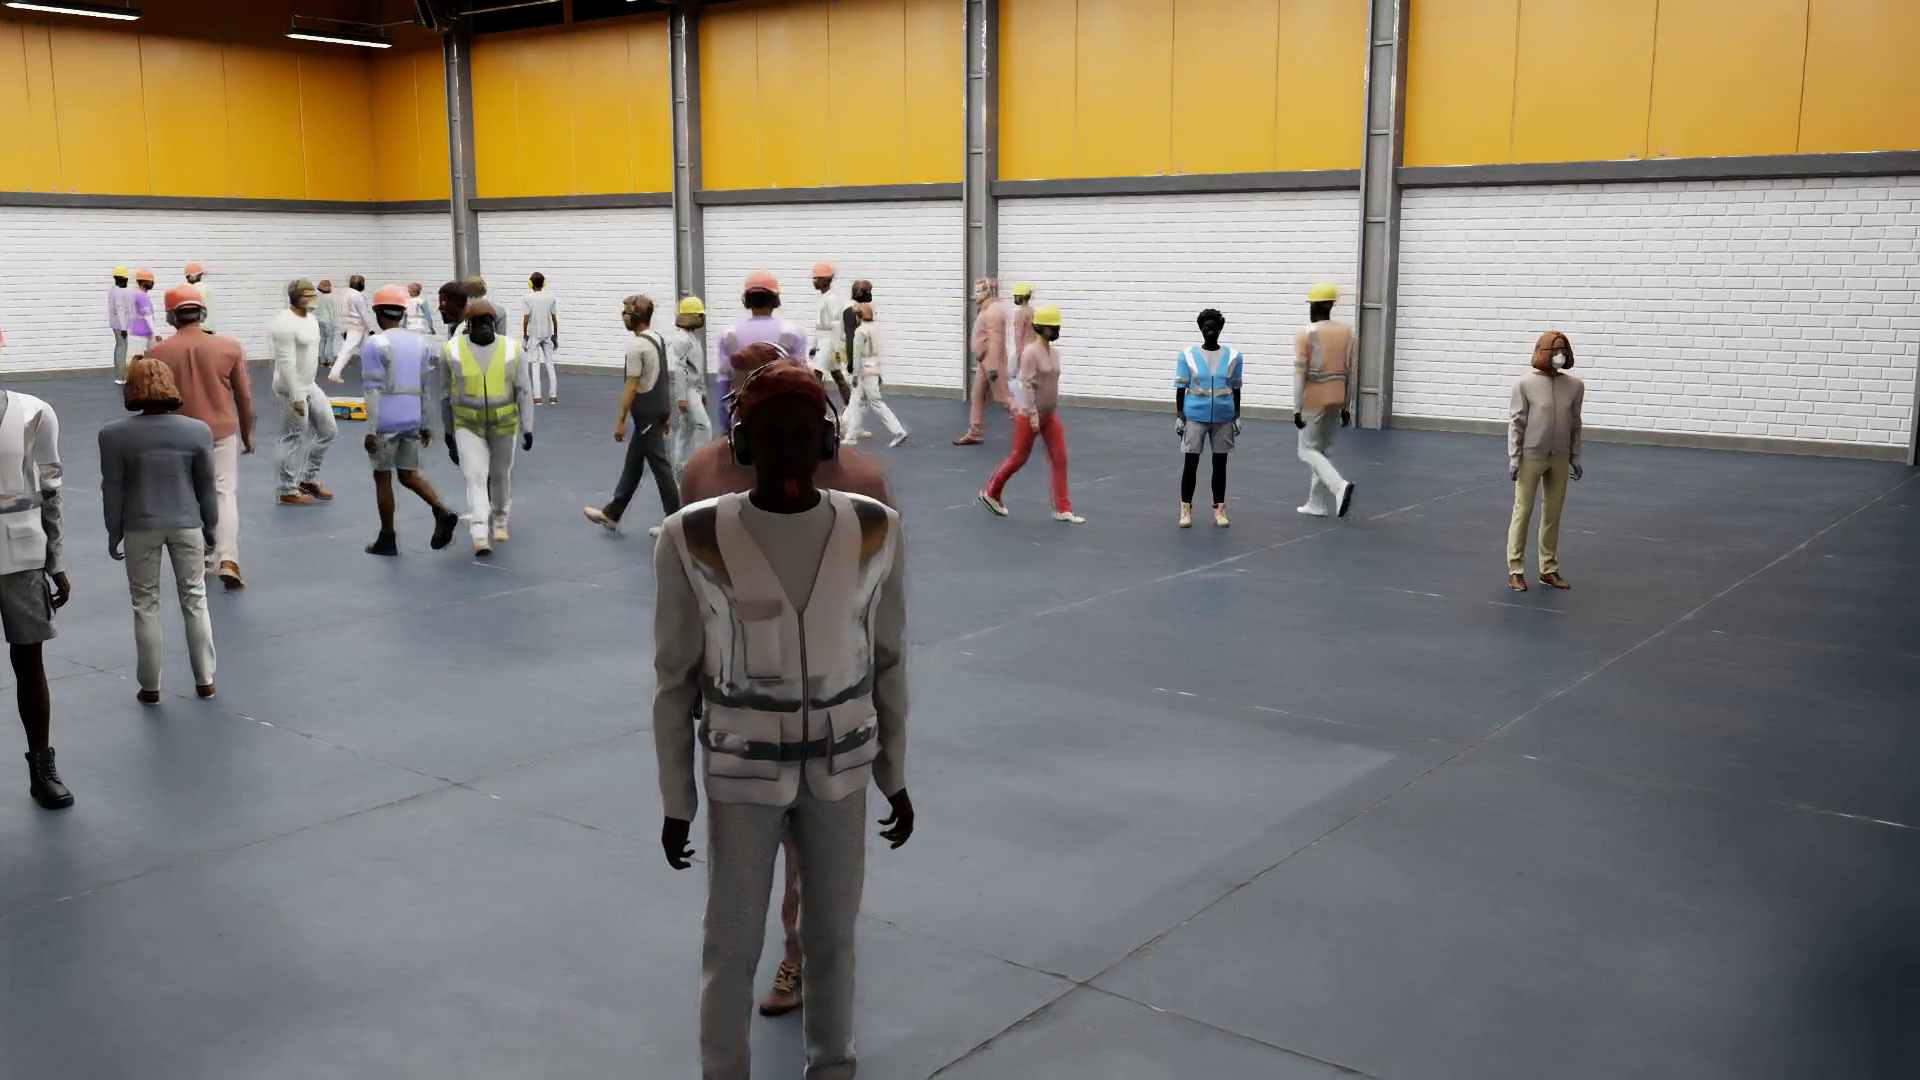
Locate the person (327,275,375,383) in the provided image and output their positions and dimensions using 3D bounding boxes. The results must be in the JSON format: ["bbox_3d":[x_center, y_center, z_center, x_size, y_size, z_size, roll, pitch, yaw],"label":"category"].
[{"bbox_3d":[-9.992,-3.469,27.383,1.012,1.792,0.618,-7,12,-37],"label":"person"}]

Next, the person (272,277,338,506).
[{"bbox_3d":[-5.506,-1.229,13.930,0.545,1.914,0.705,0,10,2],"label":"person"}]

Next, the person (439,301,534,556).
[{"bbox_3d":[-3.380,-0.815,11.920,0.631,1.787,0.998,-4,10,-20],"label":"person"}]

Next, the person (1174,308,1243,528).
[{"bbox_3d":[1.918,-0.934,12.840,0.540,1.695,0.317,0,10,-1],"label":"person"}]

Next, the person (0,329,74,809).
[{"bbox_3d":[-3.628,0.082,6.227,0.545,1.939,0.354,-8,13,-39],"label":"person"}]

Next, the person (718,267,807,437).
[{"bbox_3d":[-1.327,-0.810,11.155,0.619,2.024,0.580,1,10,7],"label":"person"}]

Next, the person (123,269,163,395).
[{"bbox_3d":[-12.155,-3.122,25.016,0.992,1.884,0.553,-4,11,-22],"label":"person"}]

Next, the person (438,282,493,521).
[{"bbox_3d":[-3.831,-1.068,13.050,0.457,1.893,0.668,-4,11,-22],"label":"person"}]

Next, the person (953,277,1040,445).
[{"bbox_3d":[0.425,-1.958,18.327,0.924,1.874,0.664,-1,10,-8],"label":"person"}]

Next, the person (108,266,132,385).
[{"bbox_3d":[-13.568,-3.470,26.940,0.381,1.923,0.591,-6,11,-31],"label":"person"}]

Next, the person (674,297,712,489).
[{"bbox_3d":[-2.318,-1.298,14.845,0.592,1.723,0.506,0,10,2],"label":"person"}]

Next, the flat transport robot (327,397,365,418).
[{"bbox_3d":[-7.968,-1.731,21.627,1.431,0.197,0.652,5,11,28],"label":"flat transport robot"}]

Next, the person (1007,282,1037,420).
[{"bbox_3d":[0.804,-2.386,21.124,0.438,1.750,0.538,6,12,32],"label":"person"}]

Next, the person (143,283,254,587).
[{"bbox_3d":[-4.855,-0.662,10.679,0.631,1.948,1.082,-4,11,-24],"label":"person"}]

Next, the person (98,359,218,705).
[{"bbox_3d":[-3.749,-0.037,7.831,0.494,1.624,0.280,-7,12,-35],"label":"person"}]

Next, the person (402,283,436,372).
[{"bbox_3d":[-9.383,-3.654,28.945,0.521,1.604,0.809,5,11,27],"label":"person"}]

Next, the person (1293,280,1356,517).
[{"bbox_3d":[2.910,-1.096,13.183,0.588,1.907,0.690,-5,11,-27],"label":"person"}]

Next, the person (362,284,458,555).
[{"bbox_3d":[-3.861,-0.823,11.591,0.676,1.908,0.554,5,11,27],"label":"person"}]

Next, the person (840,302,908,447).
[{"bbox_3d":[-0.954,-1.807,18.225,0.817,1.600,0.528,2,10,14],"label":"person"}]

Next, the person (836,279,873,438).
[{"bbox_3d":[-1.164,-2.070,19.089,0.441,1.824,0.641,1,10,4],"label":"person"}]

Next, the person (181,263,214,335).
[{"bbox_3d":[-11.720,-3.270,25.620,0.433,1.978,0.638,0,10,-2],"label":"person"}]

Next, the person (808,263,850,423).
[{"bbox_3d":[-1.763,-2.426,20.653,1.029,1.990,0.629,-2,10,-14],"label":"person"}]

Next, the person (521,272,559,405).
[{"bbox_3d":[-5.921,-2.838,23.439,0.535,1.864,0.309,-6,12,-32],"label":"person"}]

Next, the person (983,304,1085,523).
[{"bbox_3d":[0.569,-1.007,13.195,0.854,1.731,0.532,8,12,38],"label":"person"}]

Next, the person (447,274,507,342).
[{"bbox_3d":[-5.265,-1.953,18.216,0.639,1.902,1.000,-5,11,-26],"label":"person"}]

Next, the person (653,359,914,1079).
[{"bbox_3d":[-0.386,0.541,3.712,0.585,1.882,0.337,-4,10,-20],"label":"person"}]

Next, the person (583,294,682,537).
[{"bbox_3d":[-2.456,-0.911,12.382,0.906,1.805,0.539,2,10,10],"label":"person"}]

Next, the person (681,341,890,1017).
[{"bbox_3d":[-0.487,0.351,4.852,0.678,1.879,0.710,4,10,21],"label":"person"}]

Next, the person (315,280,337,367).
[{"bbox_3d":[-11.911,-4.071,31.286,0.497,1.633,0.279,7,12,34],"label":"person"}]

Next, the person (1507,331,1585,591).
[{"bbox_3d":[3.683,-0.497,10.470,0.500,1.636,0.280,-2,10,-11],"label":"person"}]
